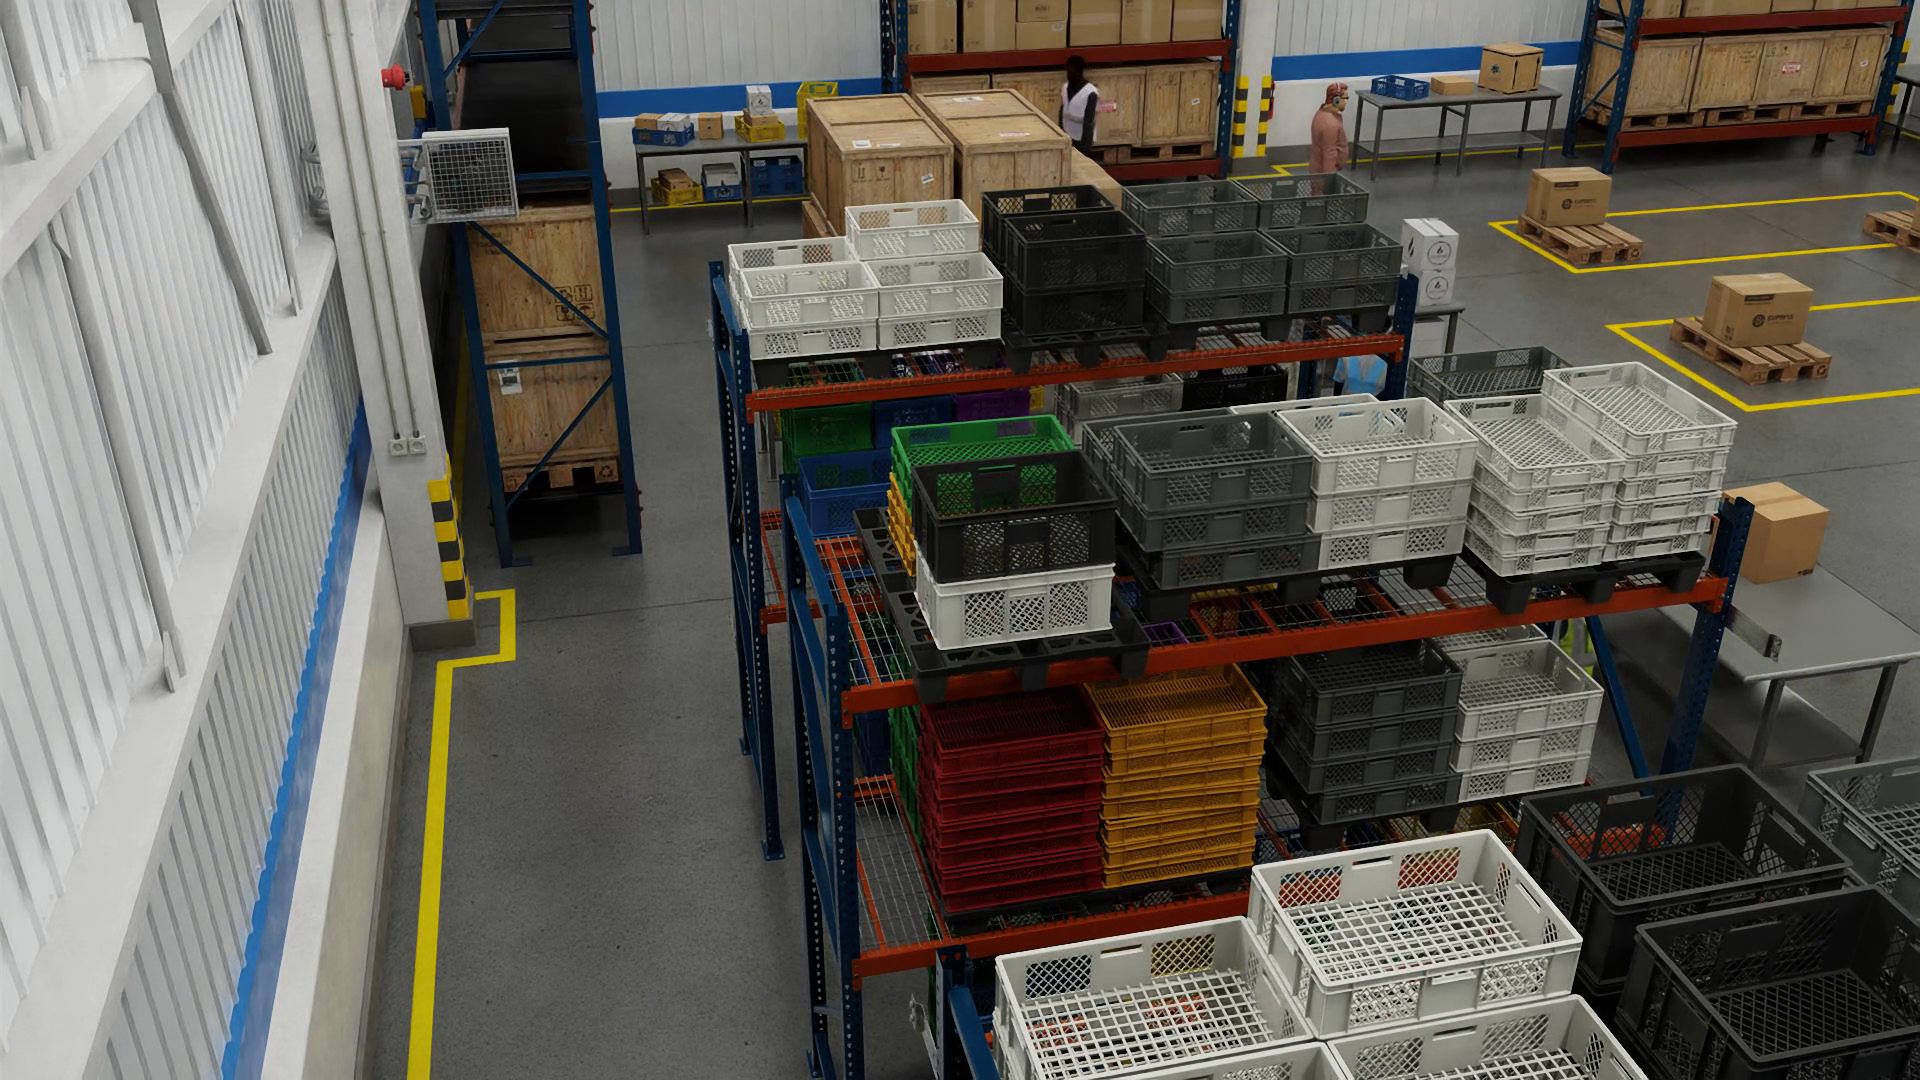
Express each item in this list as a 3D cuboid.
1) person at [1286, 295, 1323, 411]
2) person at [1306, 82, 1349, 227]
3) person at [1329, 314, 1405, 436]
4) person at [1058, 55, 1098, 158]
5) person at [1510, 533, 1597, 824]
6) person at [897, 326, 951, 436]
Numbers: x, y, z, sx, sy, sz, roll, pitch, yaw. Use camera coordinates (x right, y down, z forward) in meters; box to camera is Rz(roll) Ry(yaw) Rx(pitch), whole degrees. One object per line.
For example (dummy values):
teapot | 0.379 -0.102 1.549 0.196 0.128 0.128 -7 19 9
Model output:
person | 2.722 -1.509 13.190 0.319 1.861 0.518 -5 28 -9
person | 3.907 -3.898 17.684 0.404 1.899 0.642 2 28 4
person | 2.955 -0.896 12.195 0.539 1.700 0.317 17 32 29
person | 1.316 -4.541 18.891 0.416 1.913 0.629 -16 32 -28
person | 3.171 0.742 8.938 0.429 1.844 0.627 12 30 22
person | -0.272 -0.869 11.949 0.347 1.882 0.584 17 32 30
